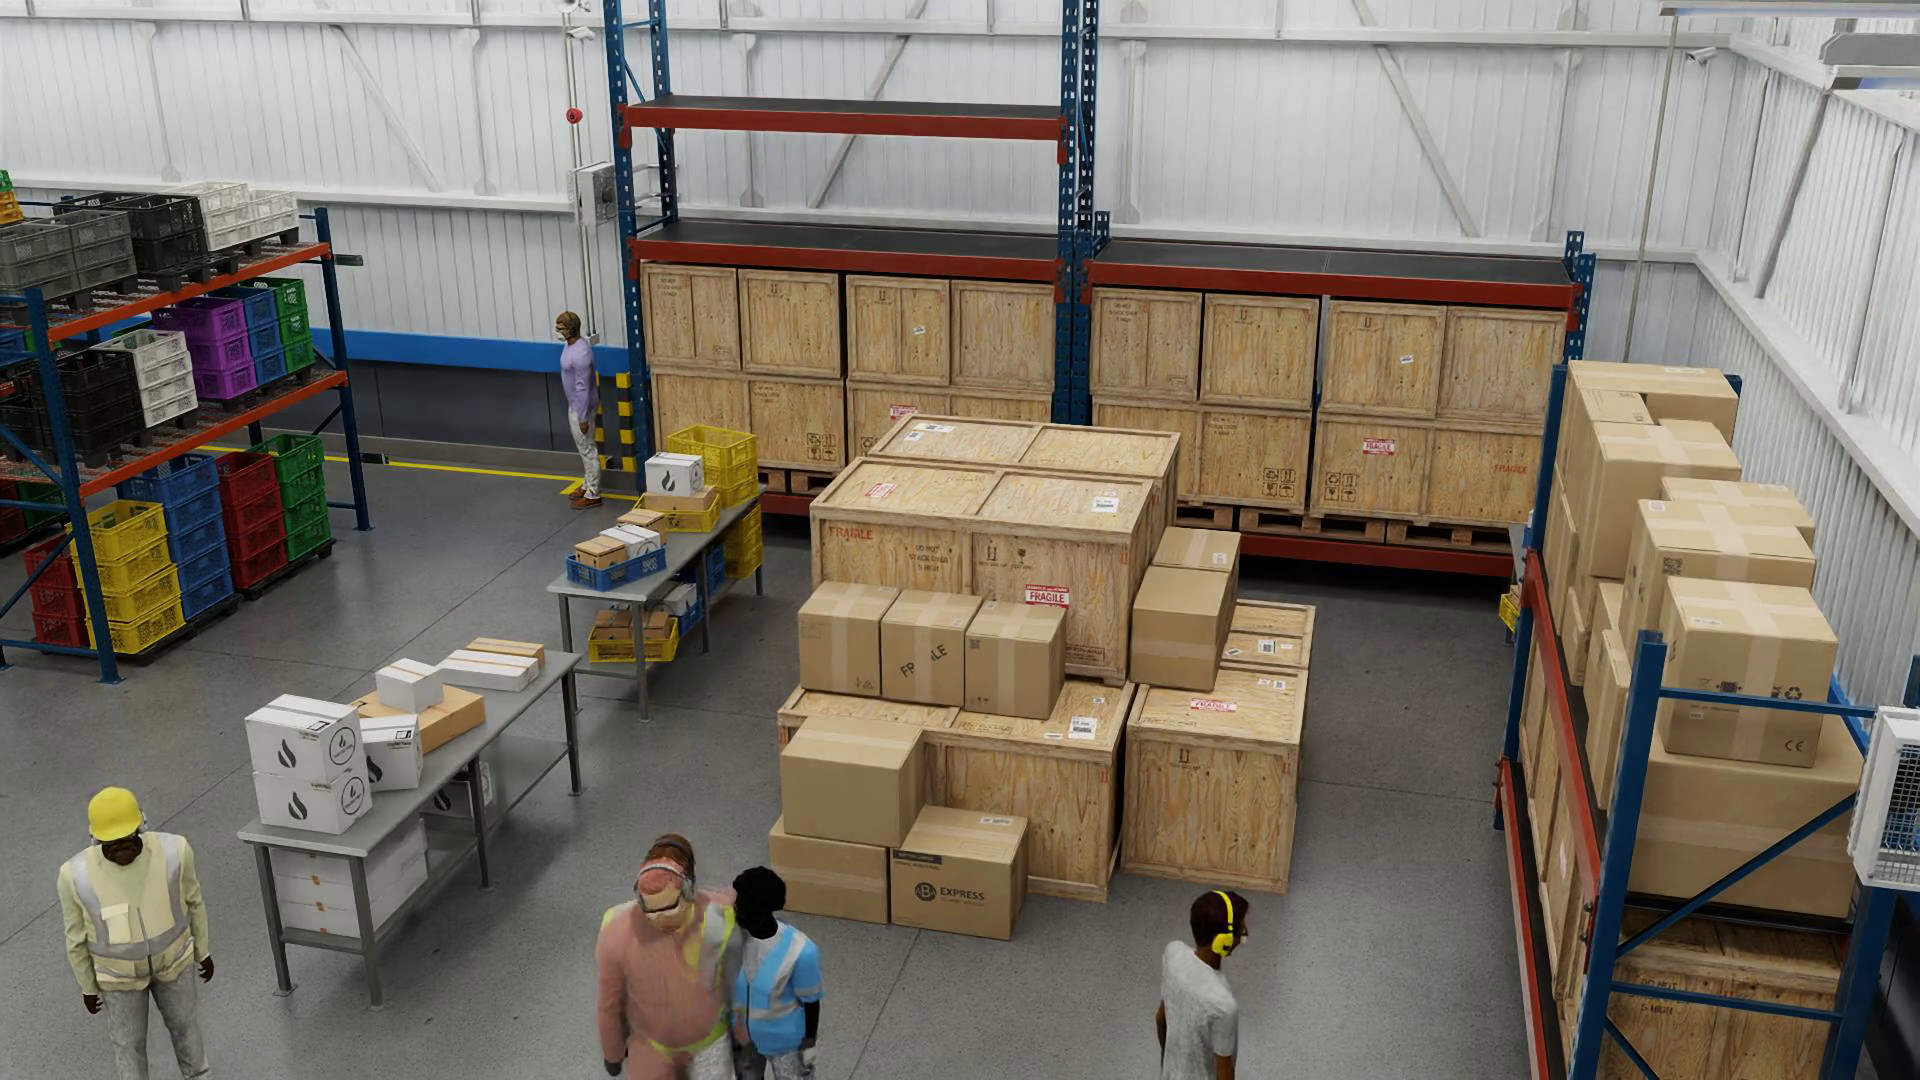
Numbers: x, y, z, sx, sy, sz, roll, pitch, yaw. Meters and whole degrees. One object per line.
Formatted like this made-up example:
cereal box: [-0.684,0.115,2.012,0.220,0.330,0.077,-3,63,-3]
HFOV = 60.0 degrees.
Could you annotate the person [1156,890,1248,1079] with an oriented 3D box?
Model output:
person: [0.992,2.267,6.862,0.334,1.865,0.521,-9,23,-22]

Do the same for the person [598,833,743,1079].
person: [-1.225,2.118,7.282,0.626,1.843,0.430,-1,21,-3]

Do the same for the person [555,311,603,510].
person: [-3.651,-1.259,15.997,0.374,1.933,0.625,-7,22,-17]

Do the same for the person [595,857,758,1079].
person: [-1.211,2.153,7.191,0.685,1.860,0.778,-10,23,-25]

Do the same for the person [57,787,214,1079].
person: [-3.775,1.961,7.705,0.592,1.833,0.404,-15,25,-33]

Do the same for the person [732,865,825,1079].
person: [-0.847,2.183,7.342,0.535,1.674,0.322,9,23,22]
